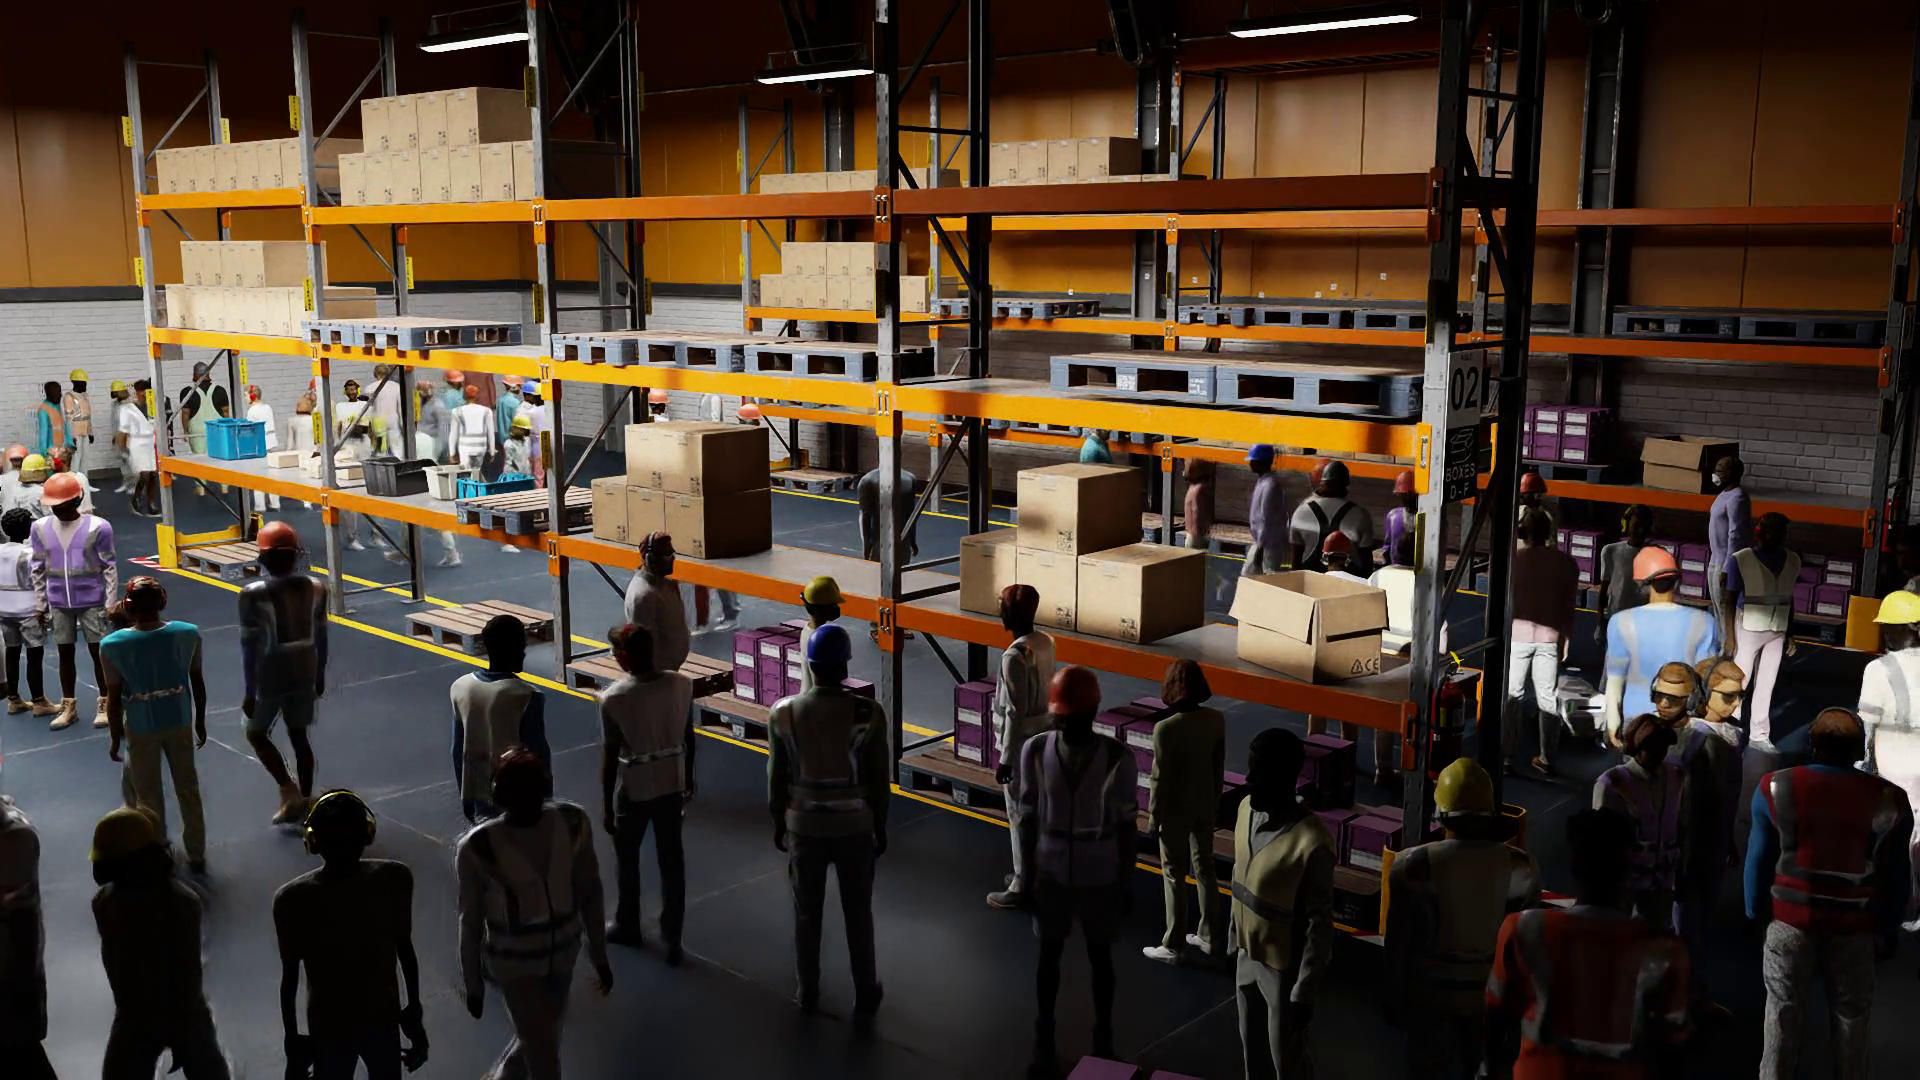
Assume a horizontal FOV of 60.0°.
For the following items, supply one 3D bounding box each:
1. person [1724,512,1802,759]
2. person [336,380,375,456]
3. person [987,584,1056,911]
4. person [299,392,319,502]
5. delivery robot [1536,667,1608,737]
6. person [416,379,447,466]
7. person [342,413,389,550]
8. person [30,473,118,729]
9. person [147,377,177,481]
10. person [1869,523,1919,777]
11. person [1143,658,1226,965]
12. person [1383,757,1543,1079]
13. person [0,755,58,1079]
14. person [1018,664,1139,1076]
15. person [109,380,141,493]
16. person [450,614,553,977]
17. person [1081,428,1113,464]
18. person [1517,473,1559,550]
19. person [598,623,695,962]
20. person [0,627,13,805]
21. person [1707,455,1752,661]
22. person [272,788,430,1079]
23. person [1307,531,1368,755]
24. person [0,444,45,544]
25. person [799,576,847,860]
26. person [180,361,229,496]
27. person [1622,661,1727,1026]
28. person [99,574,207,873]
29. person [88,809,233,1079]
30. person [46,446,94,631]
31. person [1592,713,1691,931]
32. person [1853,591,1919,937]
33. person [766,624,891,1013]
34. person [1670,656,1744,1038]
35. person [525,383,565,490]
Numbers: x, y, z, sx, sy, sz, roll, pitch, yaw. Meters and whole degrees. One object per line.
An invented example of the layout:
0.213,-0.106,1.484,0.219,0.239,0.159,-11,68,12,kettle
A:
5.920,0.693,12.332,0.570,1.840,0.373,-2,10,-11,person
-8.712,-1.378,23.965,0.514,1.872,0.328,-2,10,-13,person
0.357,1.172,9.505,0.342,1.883,0.586,4,11,23,person
-9.625,-1.370,24.615,0.319,1.630,0.555,0,10,-2,person
4.688,1.219,12.734,0.477,0.478,0.707,0,10,0,delivery robot
-7.577,-1.405,24.117,0.661,1.880,0.610,10,14,44,person
-7.412,-0.718,20.657,0.622,1.723,0.500,5,11,26,person
-6.913,0.481,12.996,0.611,2.031,0.405,-1,10,-7,person
-12.878,-1.770,26.672,0.535,1.697,0.318,-2,10,-11,person
6.295,0.845,11.178,0.711,1.937,0.650,10,14,43,person
1.195,1.429,8.789,0.501,1.628,0.270,-7,12,-36,person
1.930,1.735,6.460,0.590,1.837,0.404,0,10,2,person
-3.852,1.666,6.600,0.546,1.928,0.385,7,12,35,person
0.523,1.499,7.523,0.550,1.934,0.381,3,10,15,person
-12.829,-1.579,25.489,0.486,1.737,0.320,6,12,30,person
-2.339,1.329,8.527,0.597,1.916,0.371,5,11,27,person
1.564,-0.474,18.756,0.402,1.904,0.652,2,10,10,person
5.133,0.261,15.021,0.339,1.752,0.564,-4,11,-19,person
-1.663,1.318,8.837,0.629,1.830,0.574,-9,13,-40,person
-6.628,0.907,11.044,0.576,1.877,0.353,0,10,0,person
6.798,0.211,14.788,0.369,1.939,0.631,3,10,14,person
-2.200,1.796,6.066,0.504,1.861,0.329,-7,12,-33,person
2.680,0.803,11.961,0.565,1.751,0.330,-1,10,-3,person
-9.784,-0.130,17.321,0.604,1.725,0.584,-1,10,-8,person
-0.851,1.089,10.310,0.313,1.768,0.528,-2,10,-11,person
-11.506,-1.705,25.333,0.688,2.000,0.536,-7,12,-36,person
3.390,1.468,7.997,0.369,1.835,0.510,-8,13,-40,person
-4.765,1.122,9.886,0.567,1.850,0.389,-9,13,-41,person
-3.085,1.828,6.371,0.491,1.683,0.948,1,10,8,person
-8.719,-0.016,16.378,0.394,1.836,0.583,0,10,1,person
3.177,1.599,7.812,0.527,1.631,0.318,-3,10,-14,person
5.280,1.225,9.281,0.599,1.869,0.975,-3,10,-14,person
-0.641,1.373,8.187,0.605,1.948,0.404,1,10,4,person
3.569,1.457,8.011,0.508,1.844,0.345,-6,12,-31,person
-5.719,-1.192,22.835,0.589,1.908,0.445,-9,13,-40,person
